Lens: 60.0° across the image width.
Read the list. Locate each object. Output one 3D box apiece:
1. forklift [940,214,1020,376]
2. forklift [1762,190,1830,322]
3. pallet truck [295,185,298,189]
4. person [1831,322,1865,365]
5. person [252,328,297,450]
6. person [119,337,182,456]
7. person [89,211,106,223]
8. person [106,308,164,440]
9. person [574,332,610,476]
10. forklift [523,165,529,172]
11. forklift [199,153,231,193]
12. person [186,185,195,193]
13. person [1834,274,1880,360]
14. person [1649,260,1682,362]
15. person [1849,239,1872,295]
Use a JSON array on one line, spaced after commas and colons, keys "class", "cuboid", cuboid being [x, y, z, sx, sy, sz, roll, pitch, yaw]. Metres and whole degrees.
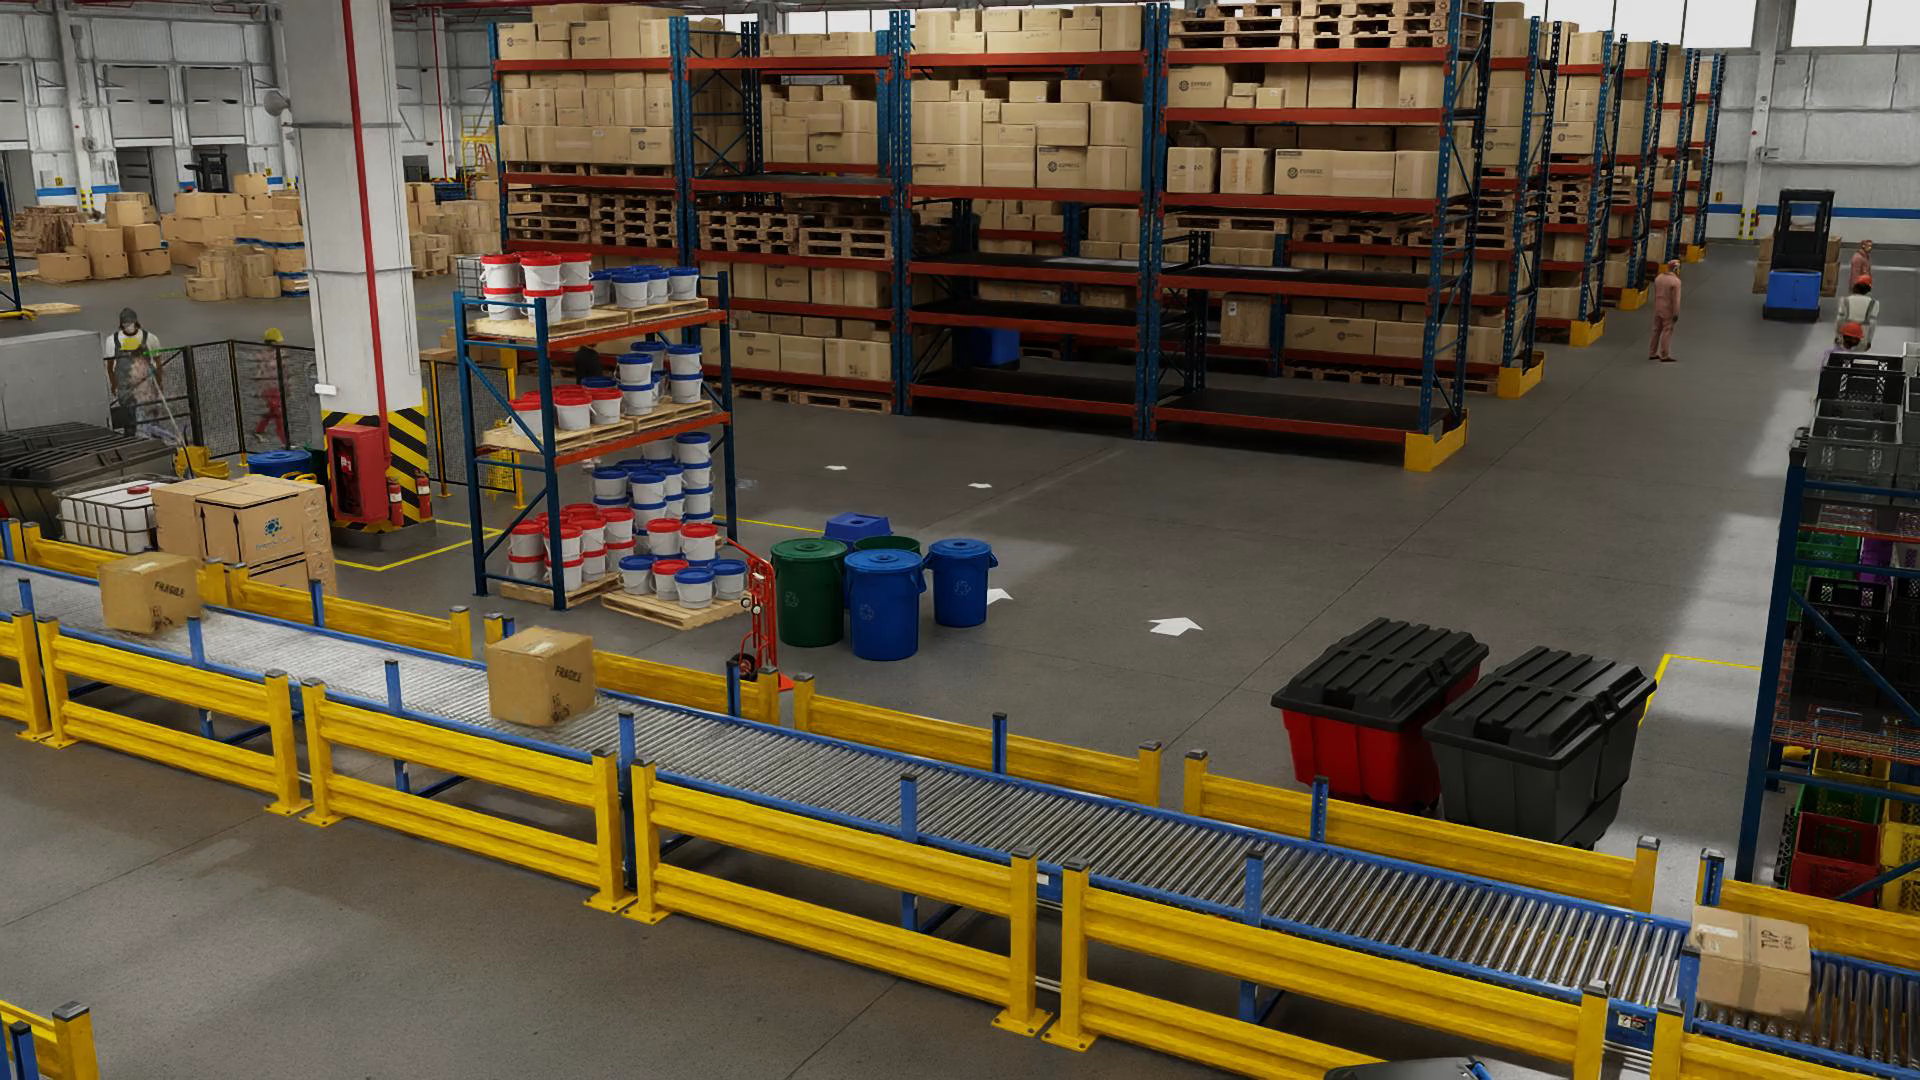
[{"class": "forklift", "cuboid": [0.030, -4.290, 29.228, 1.873, 2.768, 1.129, 8, 17, 28]}, {"class": "forklift", "cuboid": [18.659, -6.356, 36.996, 1.129, 2.768, 1.873, 8, 17, 27]}, {"class": "pallet truck", "cuboid": [-26.804, -14.617, 69.738, 1.885, 1.965, 0.823, -14, 20, -42]}, {"class": "person", "cuboid": [11.947, -1.977, 22.393, 0.575, 1.900, 0.839, -14, 20, -42]}, {"class": "person", "cuboid": [-9.712, -2.144, 23.386, 0.847, 1.722, 0.546, 5, 16, 19]}, {"class": "person", "cuboid": [-10.847, -1.857, 22.269, 0.594, 1.749, 0.529, -8, 17, -27]}, {"class": "person", "cuboid": [-25.113, -8.809, 48.633, 0.602, 1.617, 0.542, 9, 17, 29]}, {"class": "person", "cuboid": [-11.360, -2.187, 22.929, 0.690, 2.000, 0.538, -6, 16, -20]}, {"class": "person", "cuboid": [-4.817, -1.846, 21.737, 0.388, 1.992, 0.622, 2, 15, 6]}, {"class": "forklift", "cuboid": [-16.560, -13.622, 64.309, 1.873, 2.768, 1.129, 3, 15, 10]}, {"class": "forklift", "cuboid": [-27.440, -12.865, 61.464, 1.873, 2.768, 1.129, 8, 17, 28]}, {"class": "person", "cuboid": [-26.711, -11.351, 57.684, 0.933, 1.875, 0.563, 1, 15, 4]}, {"class": "person", "cuboid": [14.776, -3.380, 27.475, 0.608, 2.018, 0.893, 9, 17, 30]}, {"class": "person", "cuboid": [13.229, -4.283, 31.090, 0.400, 1.901, 0.645, -5, 16, -18]}, {"class": "person", "cuboid": [19.233, -5.472, 35.568, 0.399, 1.899, 0.635, 12, 19, 38]}]
